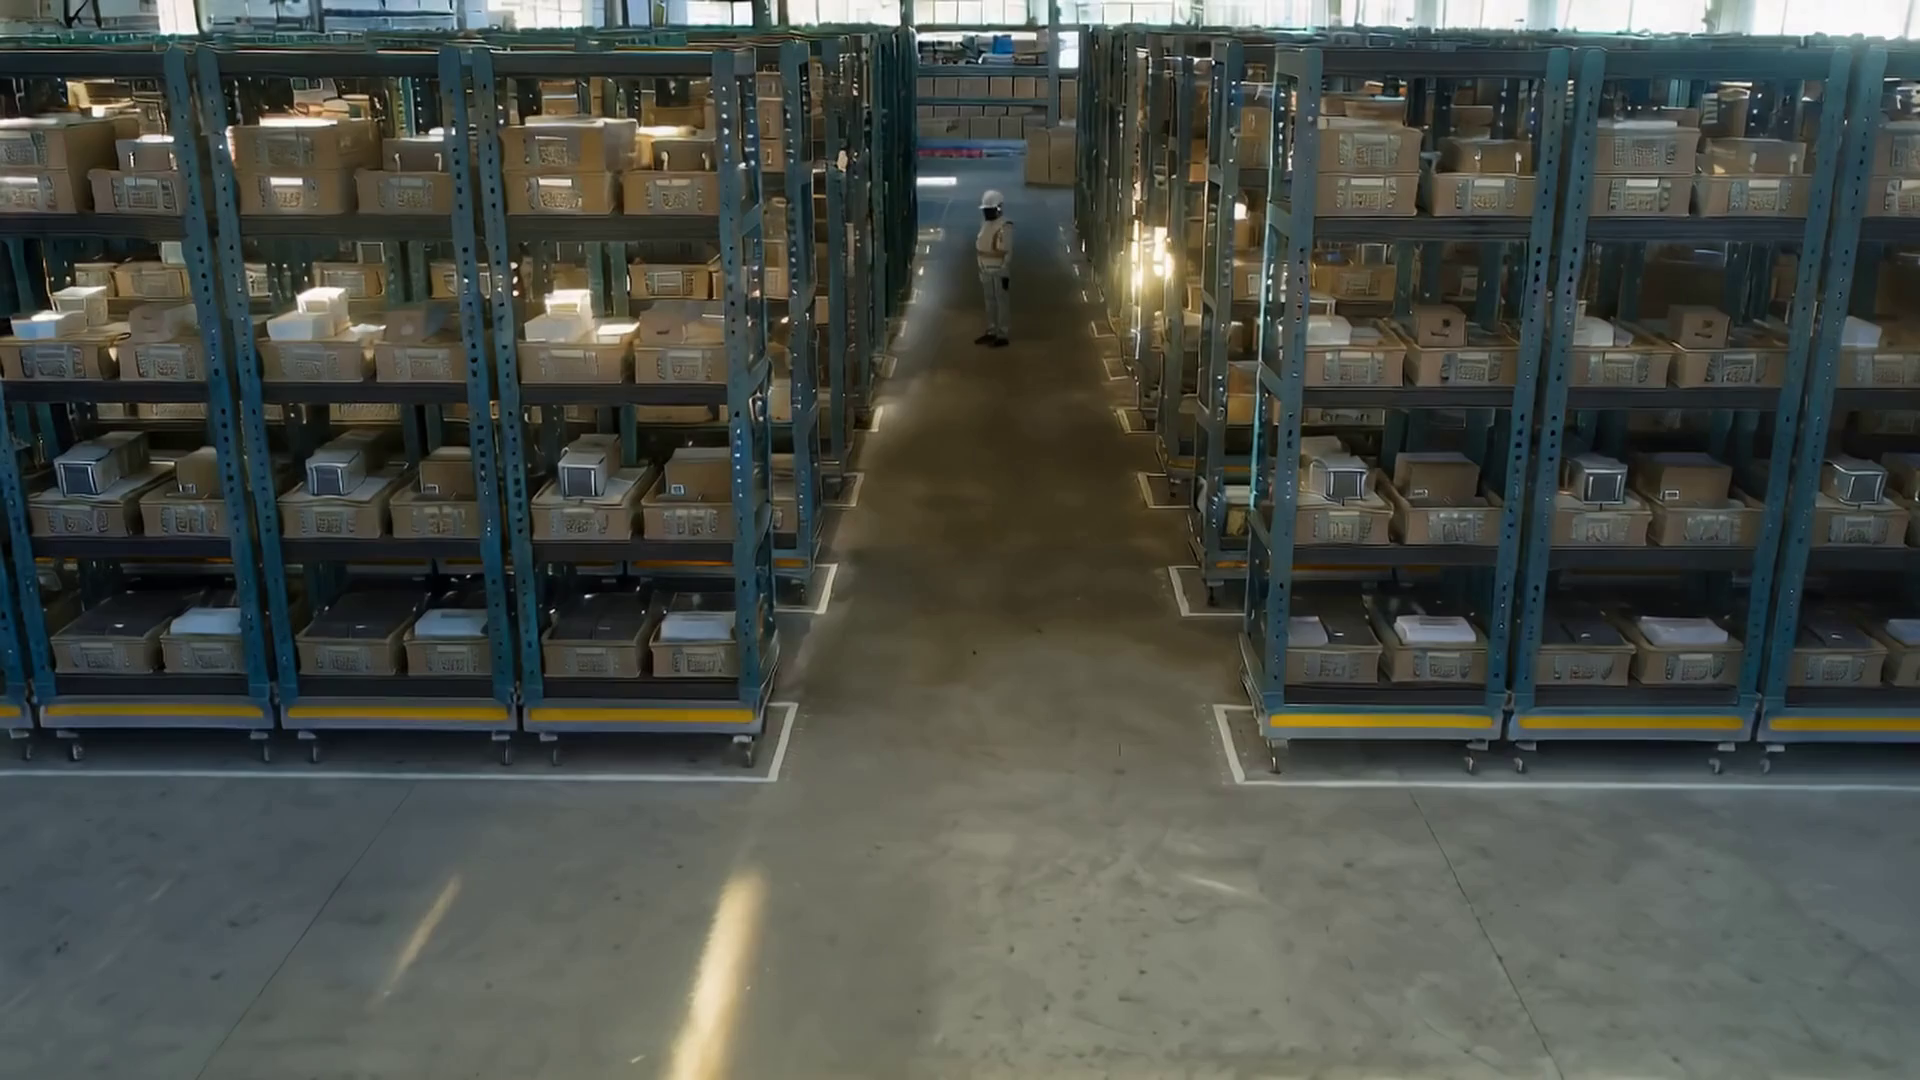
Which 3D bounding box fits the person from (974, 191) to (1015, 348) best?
[{"bbox_3d":[0.390,-3.166,19.470,0.403,1.817,0.599,-11,21,-31],"label":"person"}]
